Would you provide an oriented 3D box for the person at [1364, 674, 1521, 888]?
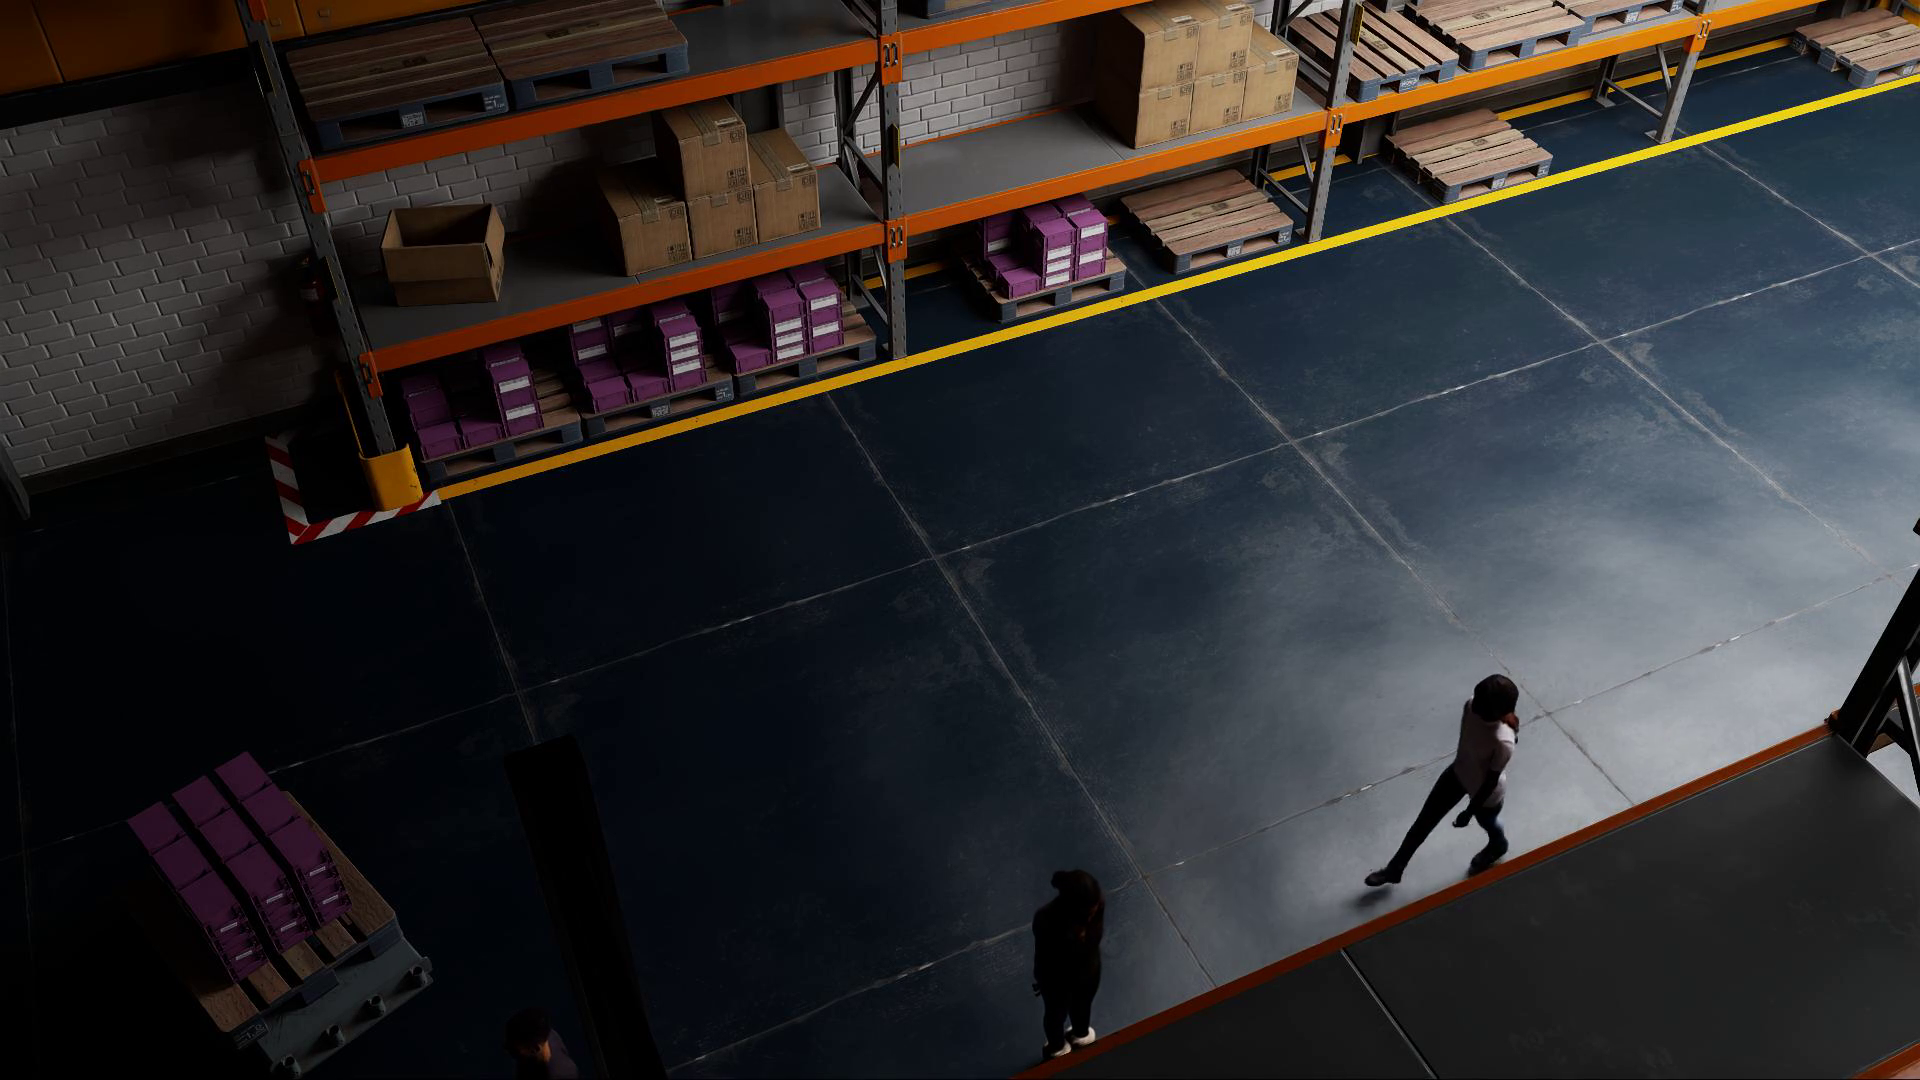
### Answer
[{"bbox_3d":[2.943,1.371,9.295,1.156,1.668,0.584,-17,46,-17],"label":"person"}]

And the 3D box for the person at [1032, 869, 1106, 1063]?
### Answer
[{"bbox_3d":[0.549,2.177,8.455,0.597,1.659,0.656,1,44,1],"label":"person"}]

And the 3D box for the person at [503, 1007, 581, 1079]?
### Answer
[{"bbox_3d":[-1.886,2.712,7.817,0.605,1.764,0.678,-26,50,-25],"label":"person"}]
